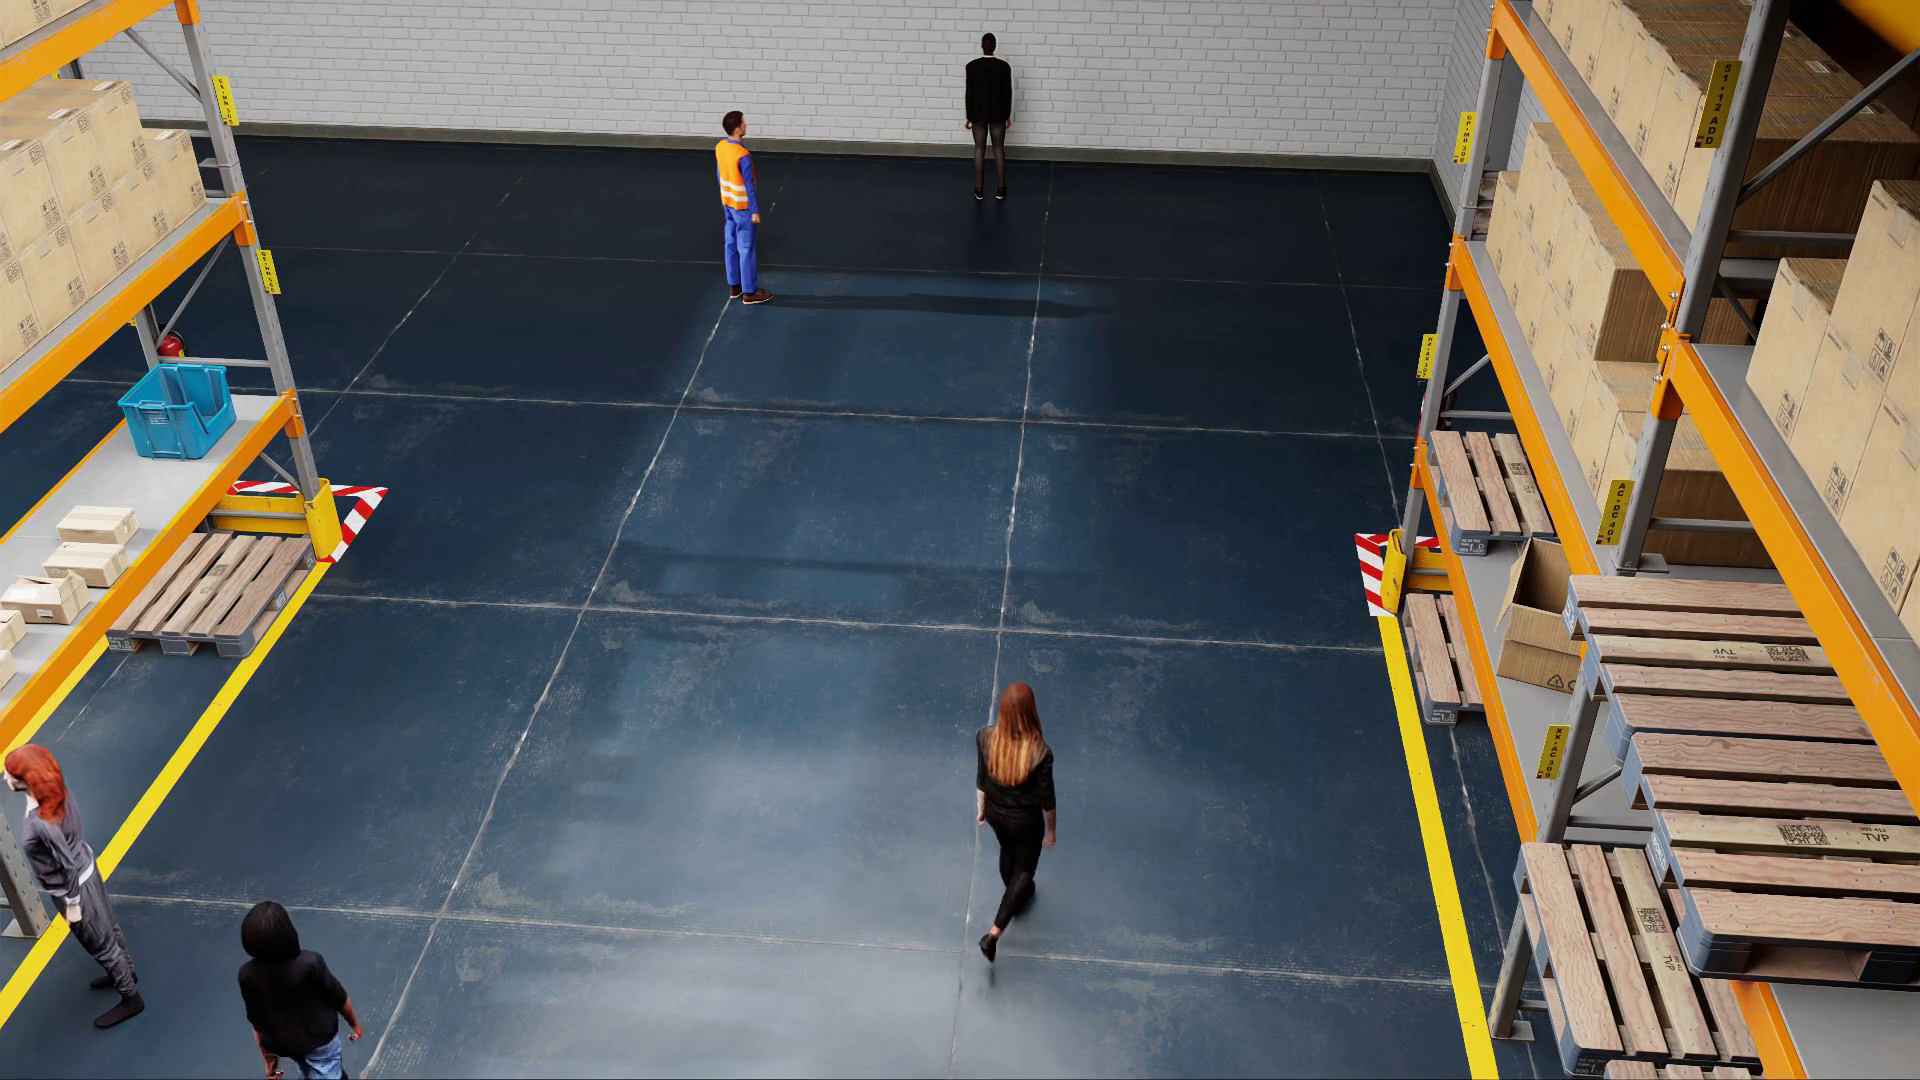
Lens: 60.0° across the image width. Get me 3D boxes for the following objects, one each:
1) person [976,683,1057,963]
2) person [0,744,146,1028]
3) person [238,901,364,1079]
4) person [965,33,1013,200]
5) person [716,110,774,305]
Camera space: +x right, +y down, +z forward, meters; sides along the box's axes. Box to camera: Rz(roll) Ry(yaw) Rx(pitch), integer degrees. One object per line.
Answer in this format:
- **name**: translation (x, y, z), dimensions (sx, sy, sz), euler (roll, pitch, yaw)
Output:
- **person**: translation (0.250, 1.525, 8.882), dimensions (0.864, 1.691, 1.103), euler (16, 37, 22)
- **person**: translation (-4.514, 1.745, 8.473), dimensions (0.719, 1.779, 0.606), euler (-16, 37, -22)
- **person**: translation (-3.005, 2.374, 7.632), dimensions (0.818, 1.662, 1.218), euler (-7, 34, -10)
- **person**: translation (0.310, -4.569, 17.954), dimensions (0.656, 1.799, 0.564), euler (1, 34, 1)
- **person**: translation (-2.095, -3.162, 15.779), dimensions (0.844, 1.863, 0.781), euler (-24, 41, -32)
